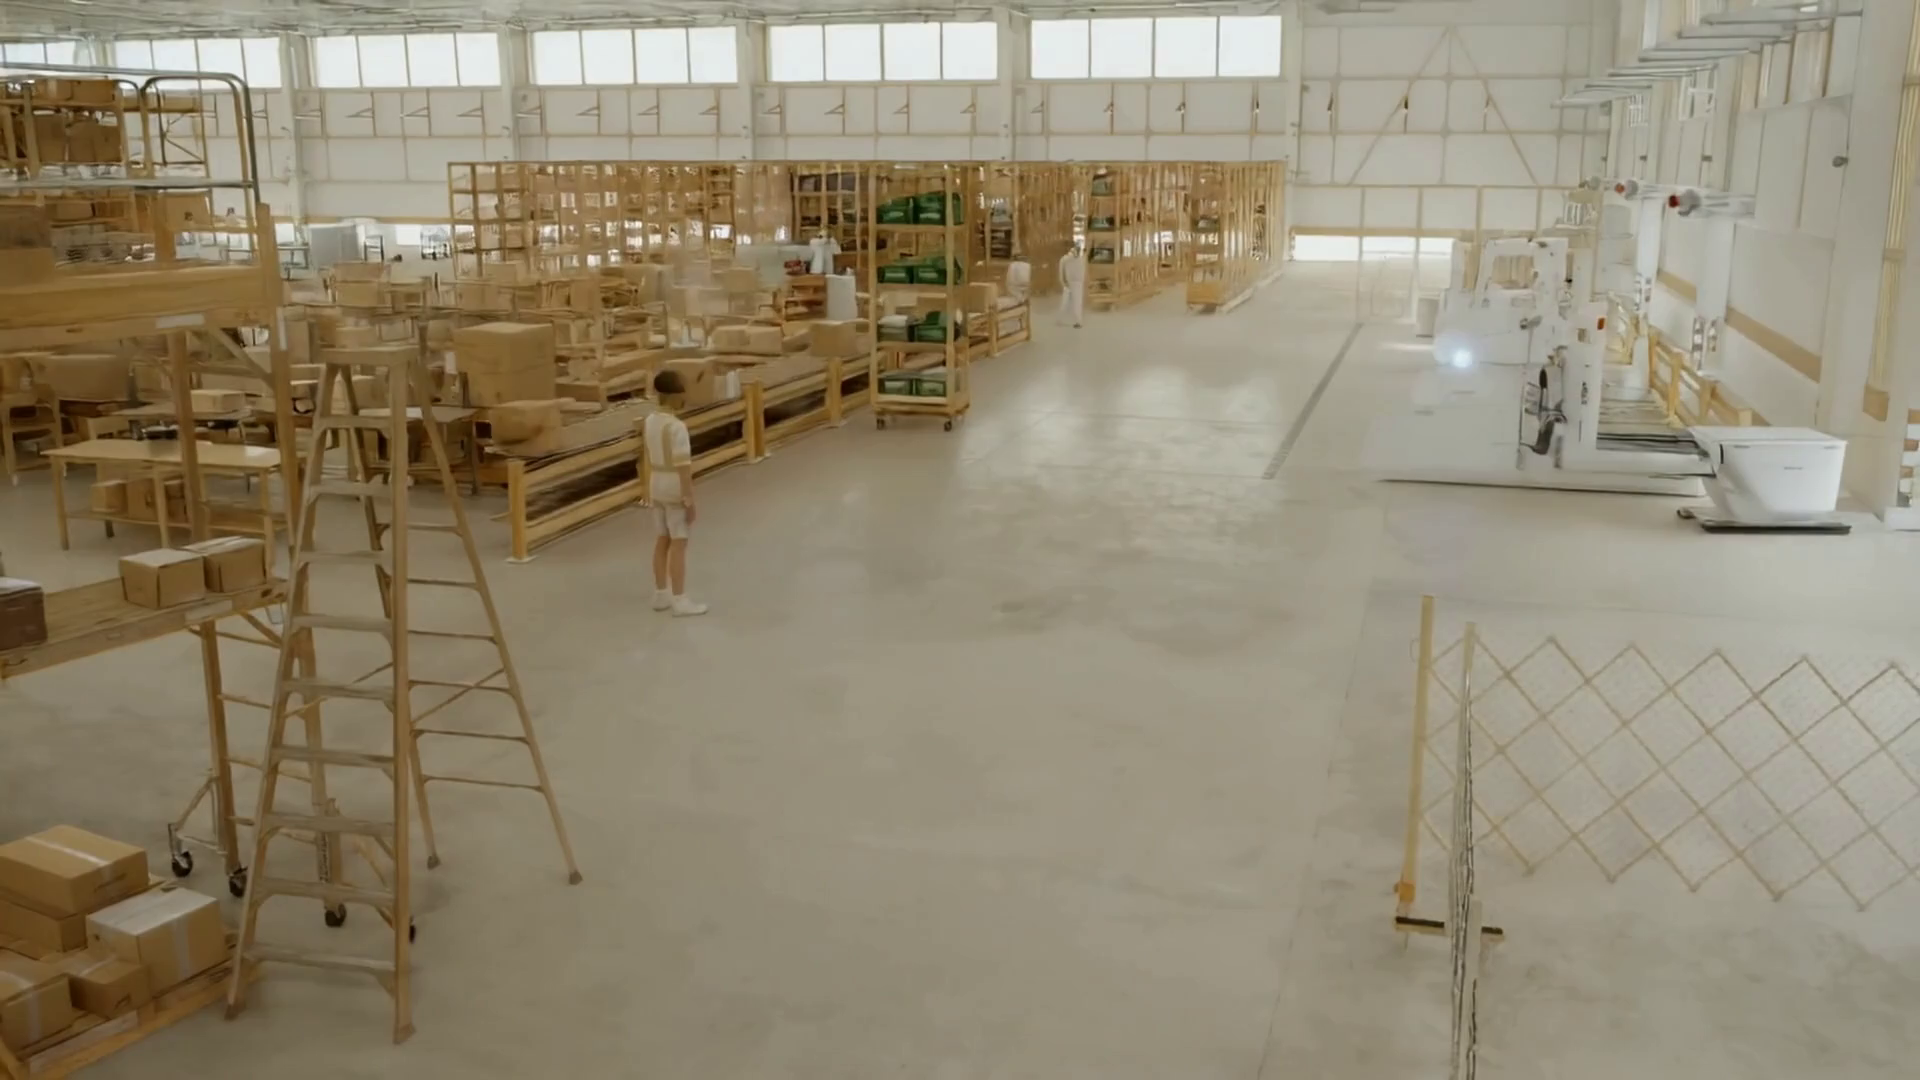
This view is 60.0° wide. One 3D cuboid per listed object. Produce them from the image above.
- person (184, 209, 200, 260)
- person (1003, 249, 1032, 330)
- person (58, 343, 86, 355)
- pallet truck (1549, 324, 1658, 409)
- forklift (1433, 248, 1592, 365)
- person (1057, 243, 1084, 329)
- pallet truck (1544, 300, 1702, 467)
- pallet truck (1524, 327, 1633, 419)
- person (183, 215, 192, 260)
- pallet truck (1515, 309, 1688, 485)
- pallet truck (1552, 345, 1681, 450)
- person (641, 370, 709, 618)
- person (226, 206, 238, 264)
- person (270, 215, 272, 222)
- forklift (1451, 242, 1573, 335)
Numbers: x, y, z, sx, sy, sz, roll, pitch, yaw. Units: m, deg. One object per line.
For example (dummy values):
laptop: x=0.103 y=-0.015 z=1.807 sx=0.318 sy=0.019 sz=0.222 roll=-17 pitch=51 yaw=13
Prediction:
person: x=-27.104 y=-10.739 z=58.804 sx=0.544 sy=1.907 sz=0.798 roll=4 pitch=13 yaw=15
person: x=1.277 y=-5.409 z=36.040 sx=0.602 sy=1.787 sz=0.928 roll=-10 pitch=16 yaw=-36
person: x=-15.268 y=-3.656 z=28.556 sx=0.792 sy=1.736 sz=0.523 roll=-3 pitch=13 yaw=-14
pallet truck: x=9.824 y=-2.669 z=25.407 sx=1.601 sy=1.201 sz=0.680 roll=4 pitch=14 yaw=16
forklift: x=9.780 y=-4.111 z=29.280 sx=2.680 sy=1.987 sz=1.157 roll=3 pitch=13 yaw=14
person: x=2.444 y=-5.629 z=36.767 sx=0.643 sy=1.884 sz=0.797 roll=-5 pitch=14 yaw=-19
pallet truck: x=8.263 y=-1.952 z=20.631 sx=1.885 sy=1.965 sz=0.823 roll=5 pitch=14 yaw=20
pallet truck: x=9.065 y=-2.460 z=24.370 sx=1.522 sy=1.261 sz=0.704 roll=3 pitch=13 yaw=14
person: x=-27.770 y=-10.934 z=59.937 sx=0.525 sy=1.769 sz=0.308 roll=4 pitch=14 yaw=18
pallet truck: x=7.554 y=-1.677 z=19.446 sx=1.885 sy=1.965 sz=0.823 roll=3 pitch=13 yaw=14
pallet truck: x=8.641 y=-1.896 z=21.908 sx=1.630 sy=1.274 sz=0.653 roll=4 pitch=14 yaw=16
person: x=-2.366 y=-0.383 z=13.753 sx=0.381 sy=2.045 sz=0.605 roll=-11 pitch=17 yaw=-38
person: x=-25.586 y=-10.716 z=58.491 sx=0.375 sy=1.995 sz=0.611 roll=2 pitch=13 yaw=9
person: x=-26.680 y=-11.946 z=64.194 sx=0.841 sy=1.820 sz=0.621 roll=-3 pitch=13 yaw=-15
forklift: x=10.464 y=-4.597 z=31.405 sx=2.680 sy=1.987 sz=1.157 roll=4 pitch=14 yaw=16
